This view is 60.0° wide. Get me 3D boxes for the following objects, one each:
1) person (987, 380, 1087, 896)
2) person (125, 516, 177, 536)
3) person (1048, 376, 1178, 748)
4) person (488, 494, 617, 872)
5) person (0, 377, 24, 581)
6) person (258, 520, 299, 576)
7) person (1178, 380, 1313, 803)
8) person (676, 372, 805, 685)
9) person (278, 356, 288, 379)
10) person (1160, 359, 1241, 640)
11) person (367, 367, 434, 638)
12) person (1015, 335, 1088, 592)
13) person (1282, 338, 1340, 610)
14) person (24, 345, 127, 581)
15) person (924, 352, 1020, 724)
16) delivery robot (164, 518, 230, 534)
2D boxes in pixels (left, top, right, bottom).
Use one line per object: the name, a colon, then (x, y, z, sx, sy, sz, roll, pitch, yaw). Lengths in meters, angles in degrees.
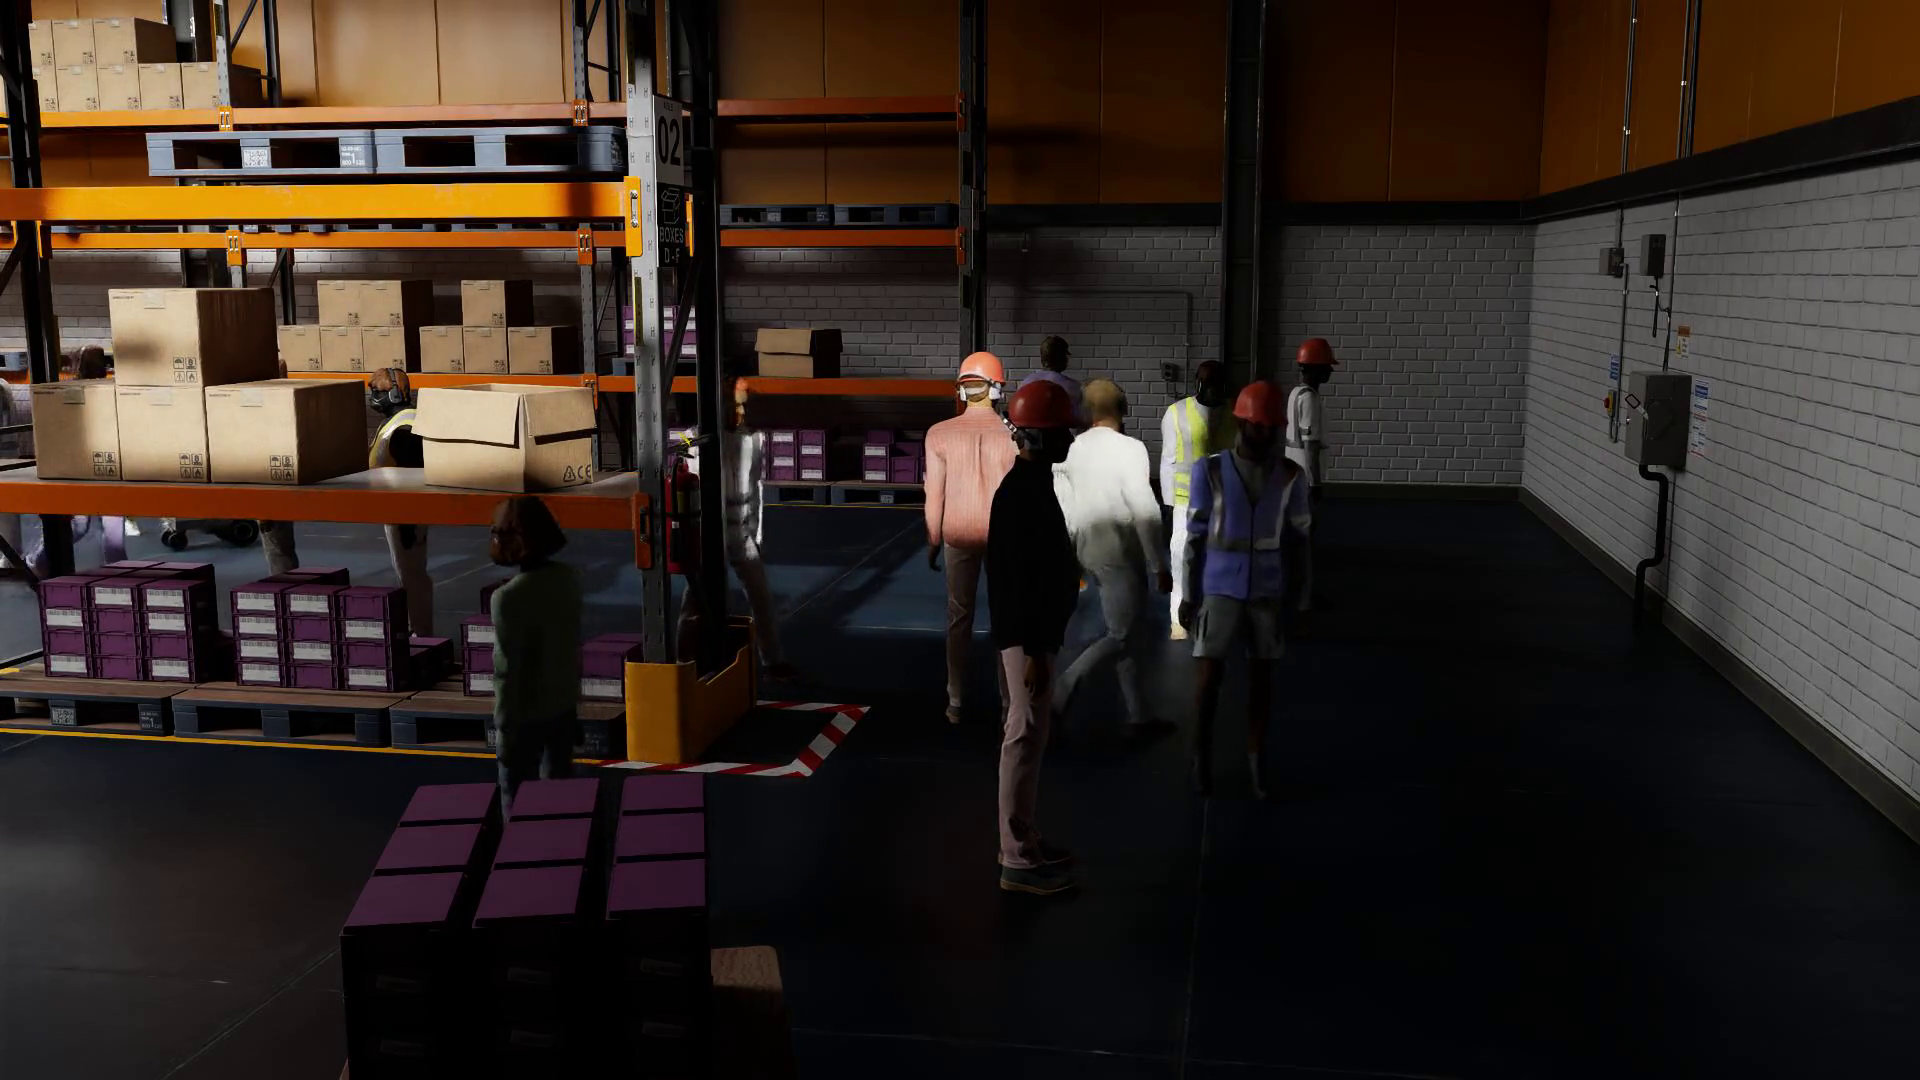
person: (0.296, 0.372, 6.512, 0.382, 1.993, 0.622, 0, 9, 2)
person: (-7.346, -0.900, 14.998, 1.012, 1.815, 0.520, 8, 12, 42)
person: (0.730, 0.125, 8.453, 0.857, 1.894, 0.647, -4, 10, -23)
person: (-1.489, 0.633, 6.032, 0.585, 1.615, 0.518, 4, 10, 21)
person: (-7.545, -0.617, 13.000, 0.351, 1.882, 0.582, -4, 10, -24)
person: (-4.537, -0.256, 10.929, 0.404, 1.829, 0.591, -3, 10, -16)
person: (1.303, 0.234, 7.575, 0.603, 1.925, 0.401, -1, 9, -4)
person: (-1.323, -0.030, 9.451, 0.679, 1.863, 0.442, -8, 12, -42)
person: (-7.031, -1.240, 16.747, 0.585, 1.922, 0.372, -2, 9, -11)
person: (1.622, -0.260, 10.914, 0.624, 1.844, 0.429, -1, 9, -6)
person: (-3.425, -0.139, 10.200, 0.428, 1.836, 0.625, -4, 10, -22)
person: (0.697, -0.566, 12.510, 0.631, 1.940, 0.372, 8, 12, 41)
person: (2.516, -0.473, 11.940, 0.361, 1.938, 0.546, 0, 9, 1)
person: (-6.496, -0.498, 12.262, 0.789, 1.882, 0.642, 2, 9, 10)
person: (0.120, -0.003, 8.873, 0.608, 1.986, 0.391, 1, 9, 5)
delivery robot: (-6.614, -0.261, 14.595, 0.707, 0.478, 0.477, -8, 12, -38)
